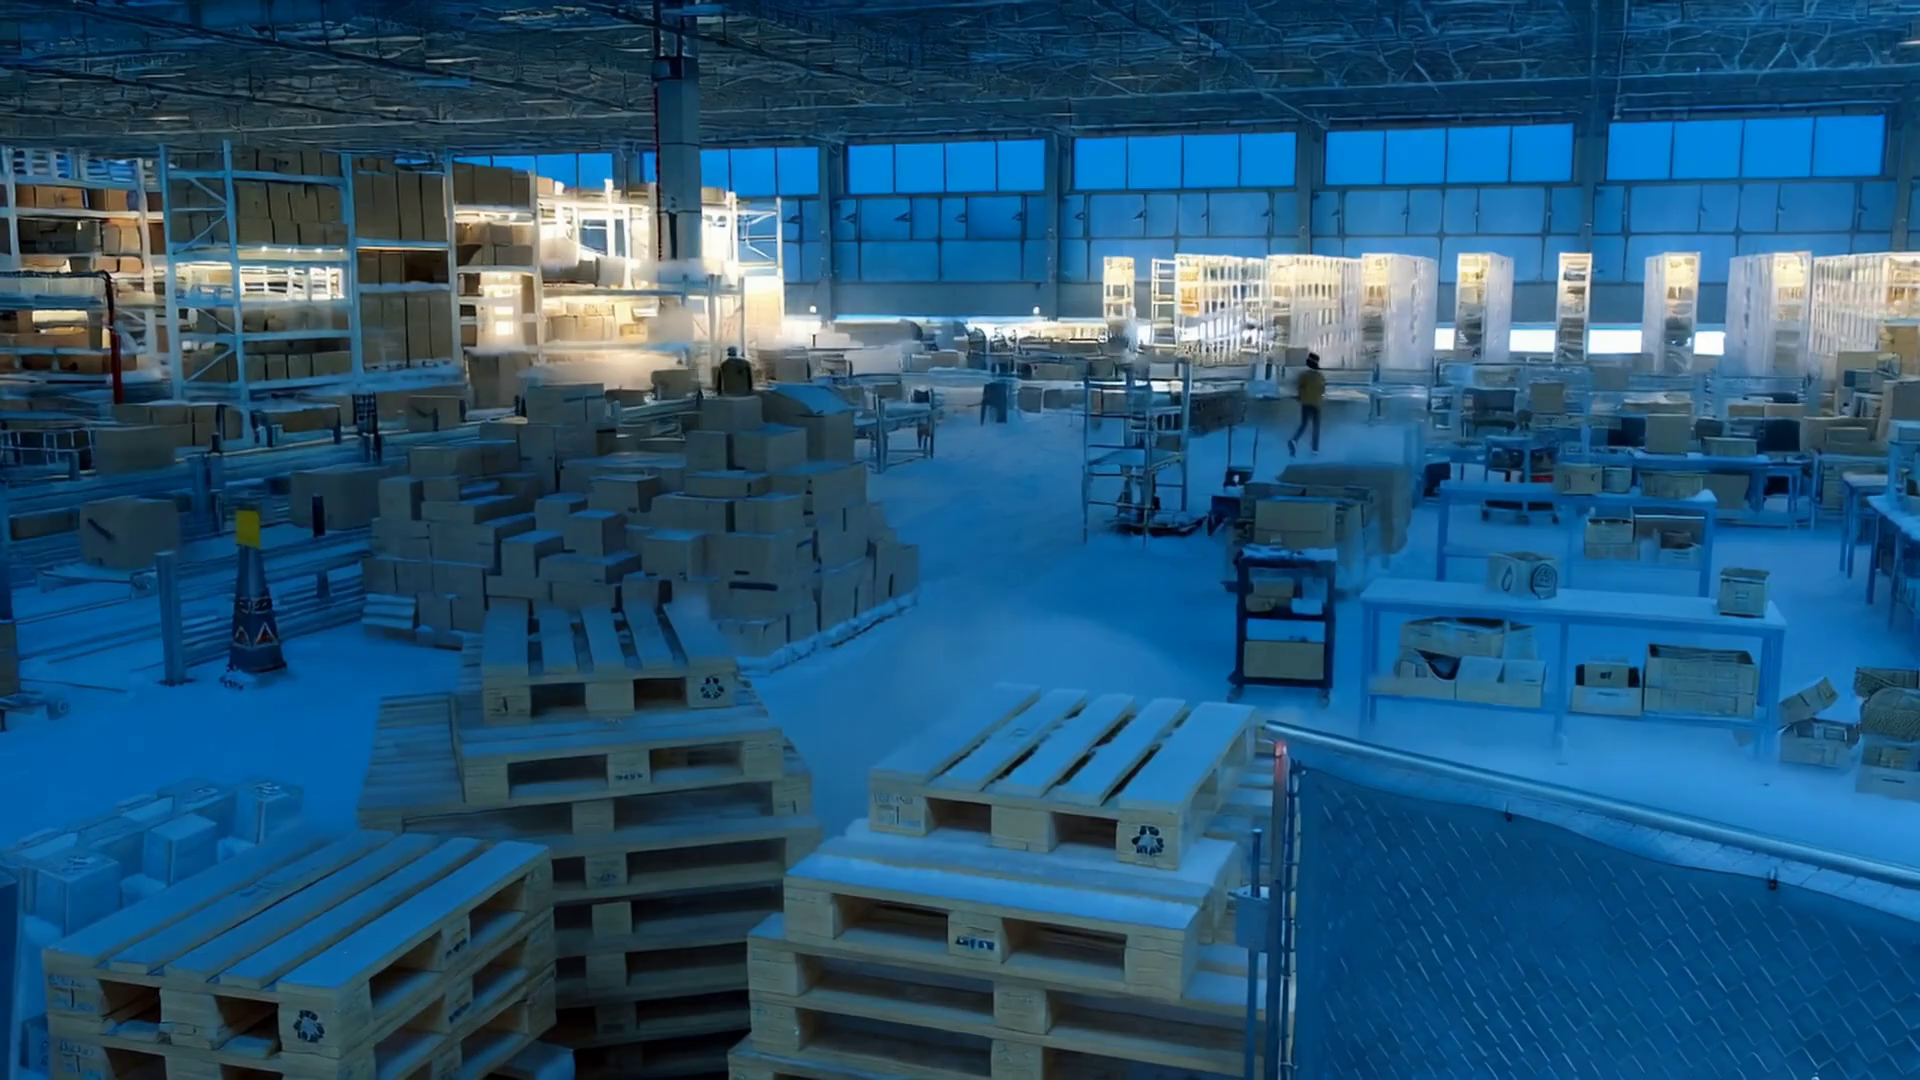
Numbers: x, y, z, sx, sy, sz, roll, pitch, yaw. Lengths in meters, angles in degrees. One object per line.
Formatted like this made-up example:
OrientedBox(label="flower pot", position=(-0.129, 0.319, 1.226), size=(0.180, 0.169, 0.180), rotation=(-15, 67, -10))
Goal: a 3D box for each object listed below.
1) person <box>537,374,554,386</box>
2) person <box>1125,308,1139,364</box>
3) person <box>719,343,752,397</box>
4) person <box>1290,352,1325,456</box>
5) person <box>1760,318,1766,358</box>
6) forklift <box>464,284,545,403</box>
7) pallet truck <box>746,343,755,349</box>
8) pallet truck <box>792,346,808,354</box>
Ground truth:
OrientedBox(label="person", position=(-5.692, -1.434, 22.837), size=(0.540, 1.682, 0.447), rotation=(4, 10, 24))
OrientedBox(label="person", position=(5.387, -6.405, 53.144), size=(0.788, 1.966, 0.660), rotation=(1, 9, 4))
OrientedBox(label="person", position=(-4.029, -2.616, 29.803), size=(0.598, 1.828, 0.403), rotation=(-2, 9, -13))
OrientedBox(label="person", position=(5.830, -2.263, 27.850), size=(0.529, 1.749, 0.641), rotation=(9, 12, 43))
OrientedBox(label="person", position=(23.164, -5.488, 47.831), size=(0.623, 1.831, 0.587), rotation=(5, 10, 28))
OrientedBox(label="forklift", position=(-10.832, -4.702, 39.610), size=(1.129, 2.768, 1.873), rotation=(3, 10, 20))
OrientedBox(label="pallet truck", position=(-6.183, -4.618, 44.264), size=(1.601, 1.201, 0.680), rotation=(-9, 12, -43))
OrientedBox(label="pallet truck", position=(-3.705, -4.298, 42.022), size=(0.653, 1.274, 1.630), rotation=(3, 10, 20))
